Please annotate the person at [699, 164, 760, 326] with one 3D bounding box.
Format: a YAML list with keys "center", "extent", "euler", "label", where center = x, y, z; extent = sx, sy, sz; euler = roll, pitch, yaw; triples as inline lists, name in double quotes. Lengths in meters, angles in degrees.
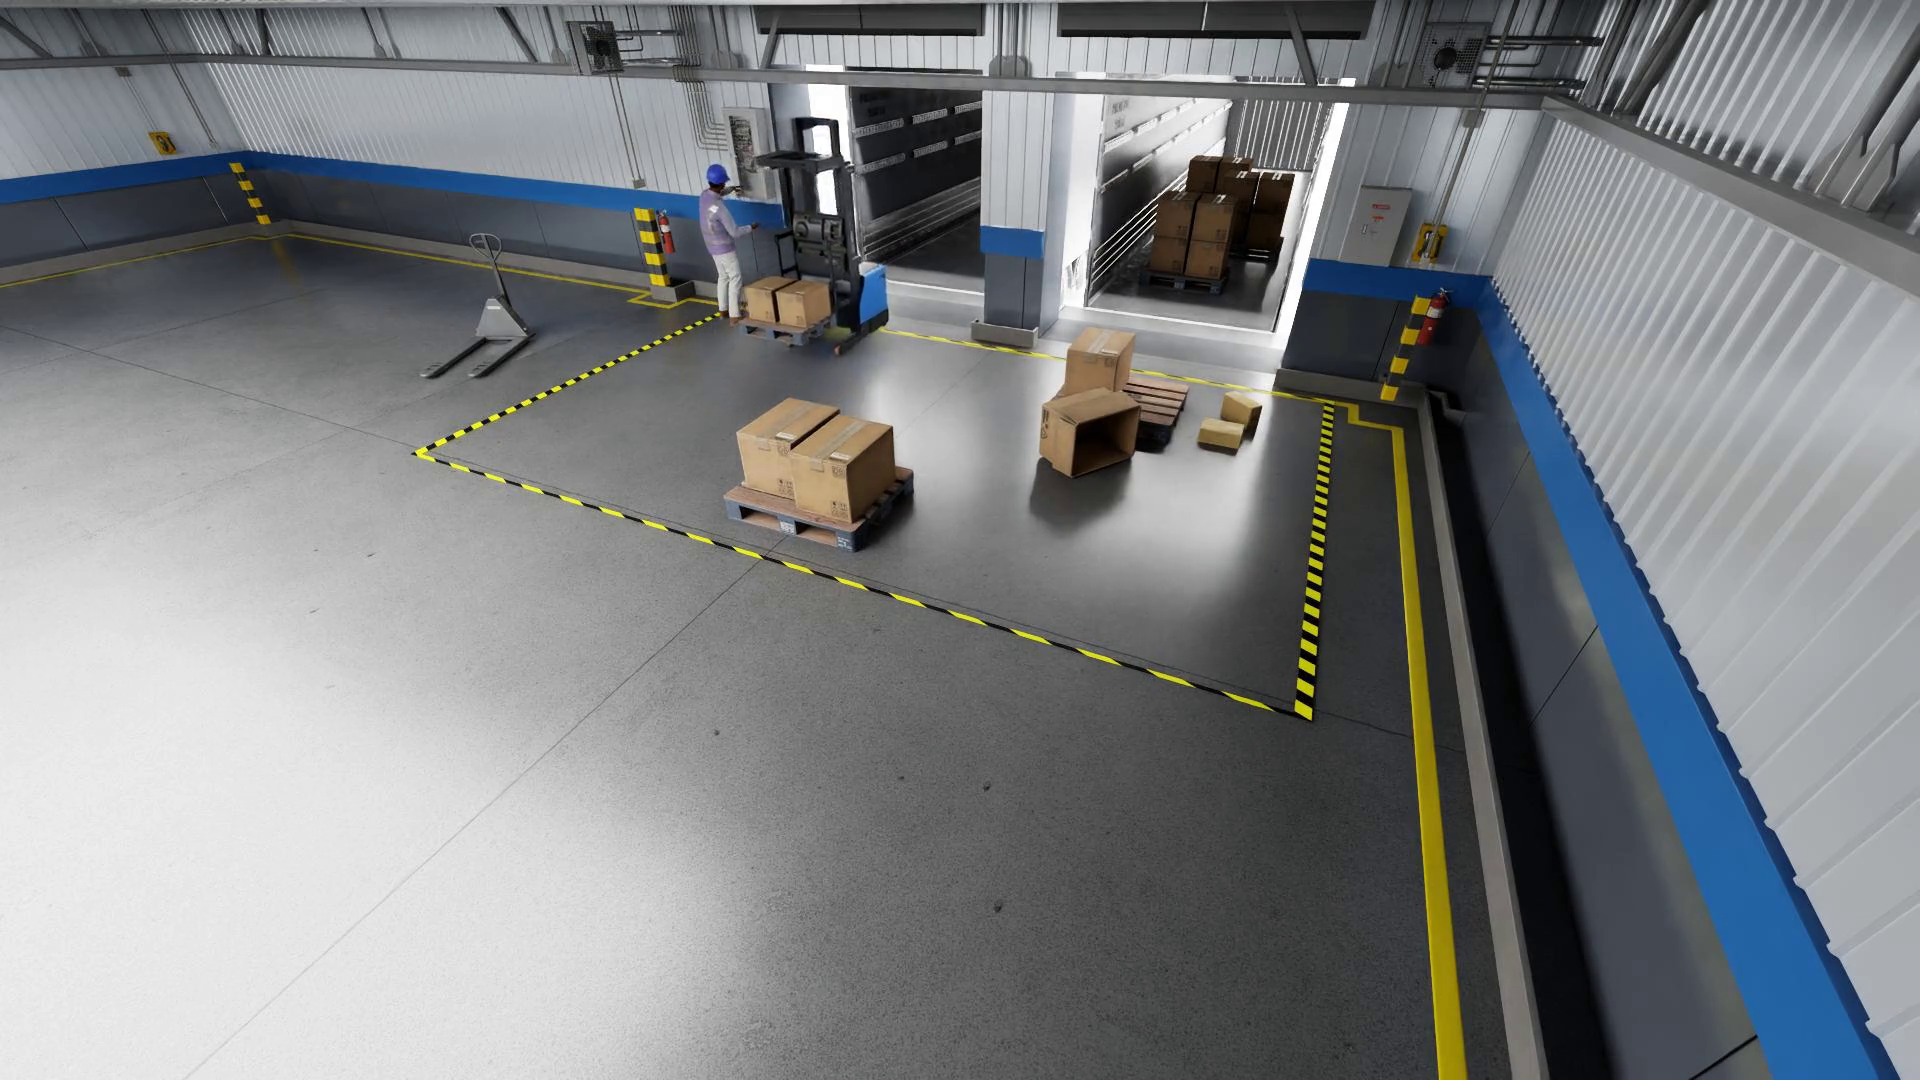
- center: [-2.918, -3.762, 9.332]
  extent: [0.692, 1.902, 0.821]
  euler: [-24, 42, -30]
  label: "person"

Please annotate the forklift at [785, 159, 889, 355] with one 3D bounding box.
- center: [-1.425, -3.526, 8.880]
  extent: [0.716, 2.013, 0.776]
  euler: [15, 38, 20]
  label: "forklift"

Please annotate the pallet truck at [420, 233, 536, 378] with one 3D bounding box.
- center: [-5.664, -2.712, 8.427]
  extent: [0.680, 1.201, 1.601]
  euler: [0, 35, -1]
  label: "pallet truck"
